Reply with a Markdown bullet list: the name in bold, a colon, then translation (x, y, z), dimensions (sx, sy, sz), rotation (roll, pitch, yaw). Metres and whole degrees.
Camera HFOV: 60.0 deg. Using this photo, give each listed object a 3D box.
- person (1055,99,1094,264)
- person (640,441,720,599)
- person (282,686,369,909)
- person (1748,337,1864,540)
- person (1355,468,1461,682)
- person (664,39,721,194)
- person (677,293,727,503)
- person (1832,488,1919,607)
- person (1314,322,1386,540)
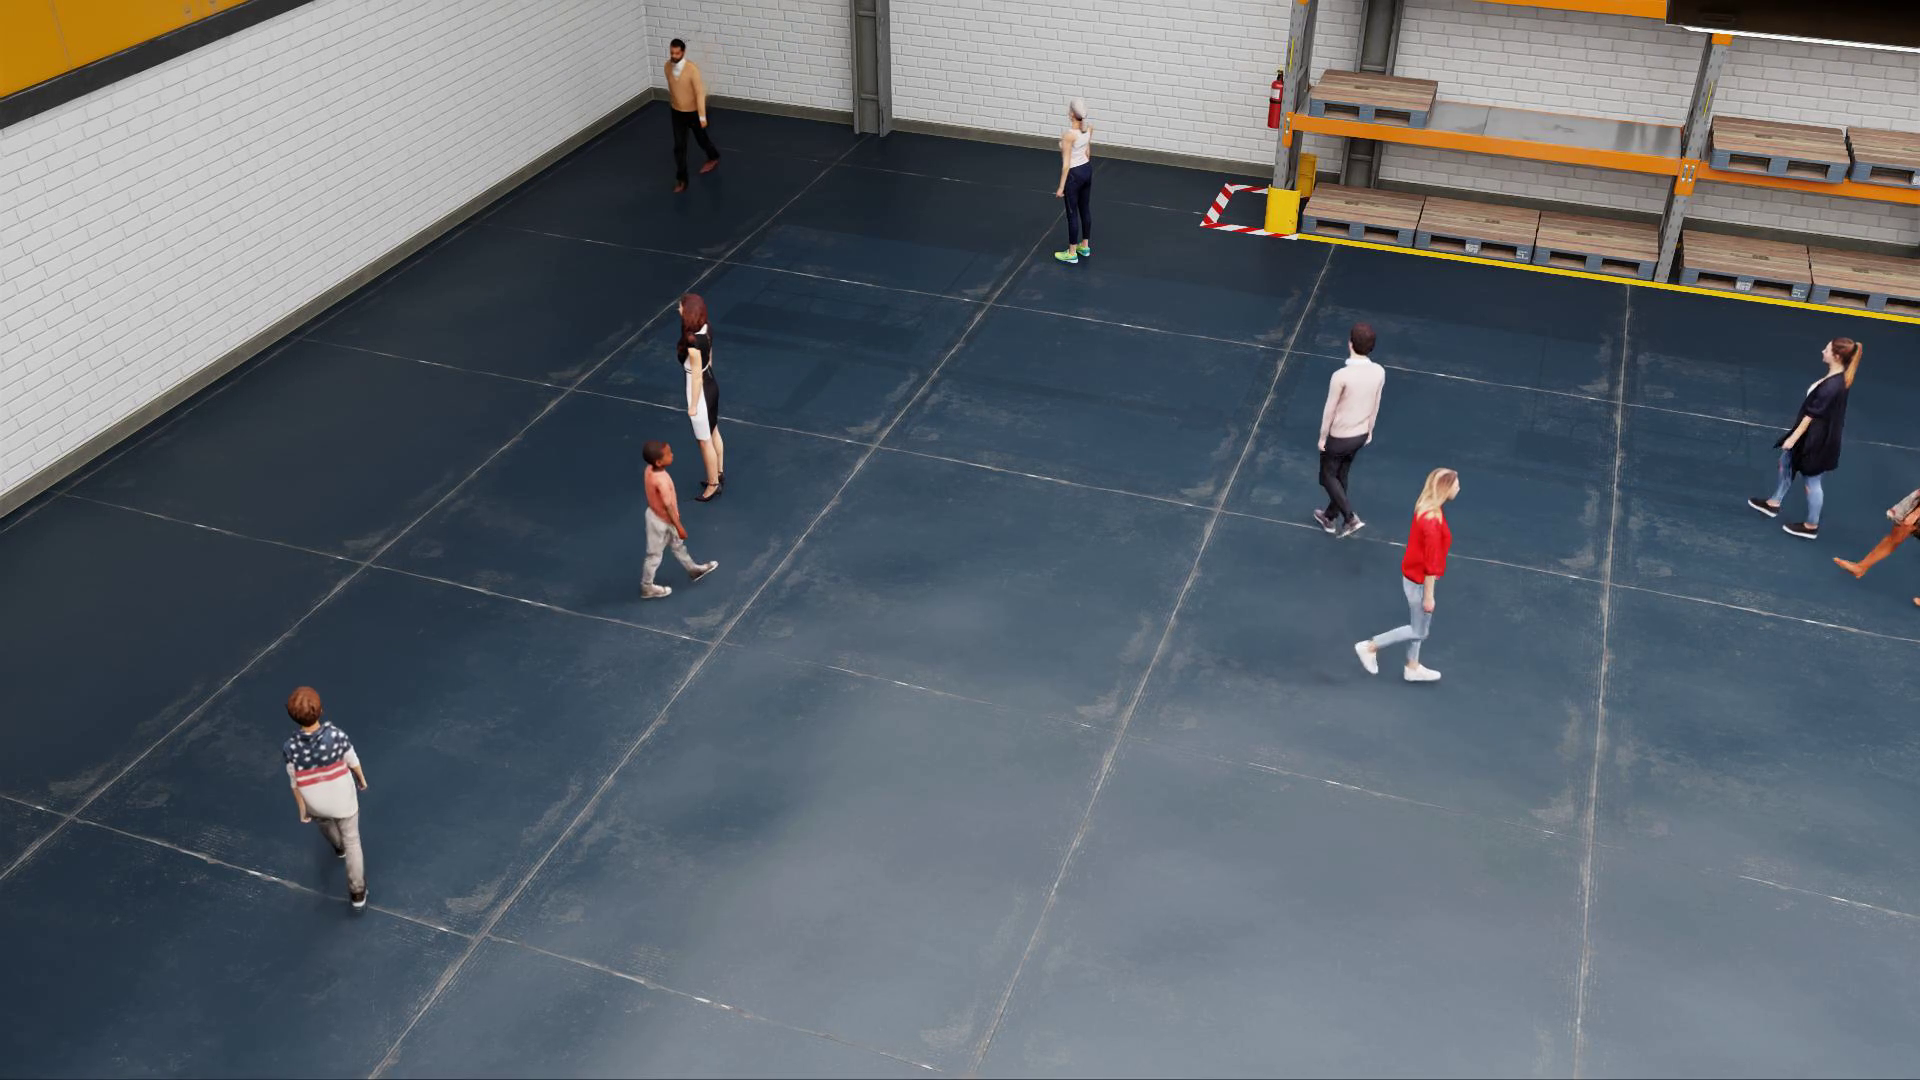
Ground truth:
- **person**: translation (1.207, -3.705, 17.122), dimensions (0.658, 1.702, 0.671), rotation (27, 42, 34)
- **person**: translation (-2.246, -0.132, 12.123), dimensions (0.902, 1.285, 0.803), rotation (-11, 35, -16)
- **person**: translation (-3.624, 1.491, 9.572), dimensions (0.963, 1.407, 0.982), rotation (-12, 35, -17)
- **person**: translation (6.633, -0.739, 12.694), dimensions (0.881, 1.665, 0.746), rotation (21, 39, 29)
- **person**: translation (3.026, 0.267, 11.150), dimensions (0.901, 1.698, 0.725), rotation (5, 34, 7)
- **person**: translation (-3.044, -4.860, 18.866), dimensions (1.129, 1.695, 0.706), rotation (12, 35, 18)
- **person**: translation (-2.037, -1.129, 13.162), dimensions (0.550, 1.795, 0.618), rotation (5, 34, 7)
- **person**: translation (7.105, -0.174, 11.896), dimensions (1.081, 1.608, 0.703), rotation (16, 37, 22)
- **person**: translation (2.966, -0.765, 12.619), dimensions (0.931, 1.790, 0.984), rotation (-13, 36, -19)
